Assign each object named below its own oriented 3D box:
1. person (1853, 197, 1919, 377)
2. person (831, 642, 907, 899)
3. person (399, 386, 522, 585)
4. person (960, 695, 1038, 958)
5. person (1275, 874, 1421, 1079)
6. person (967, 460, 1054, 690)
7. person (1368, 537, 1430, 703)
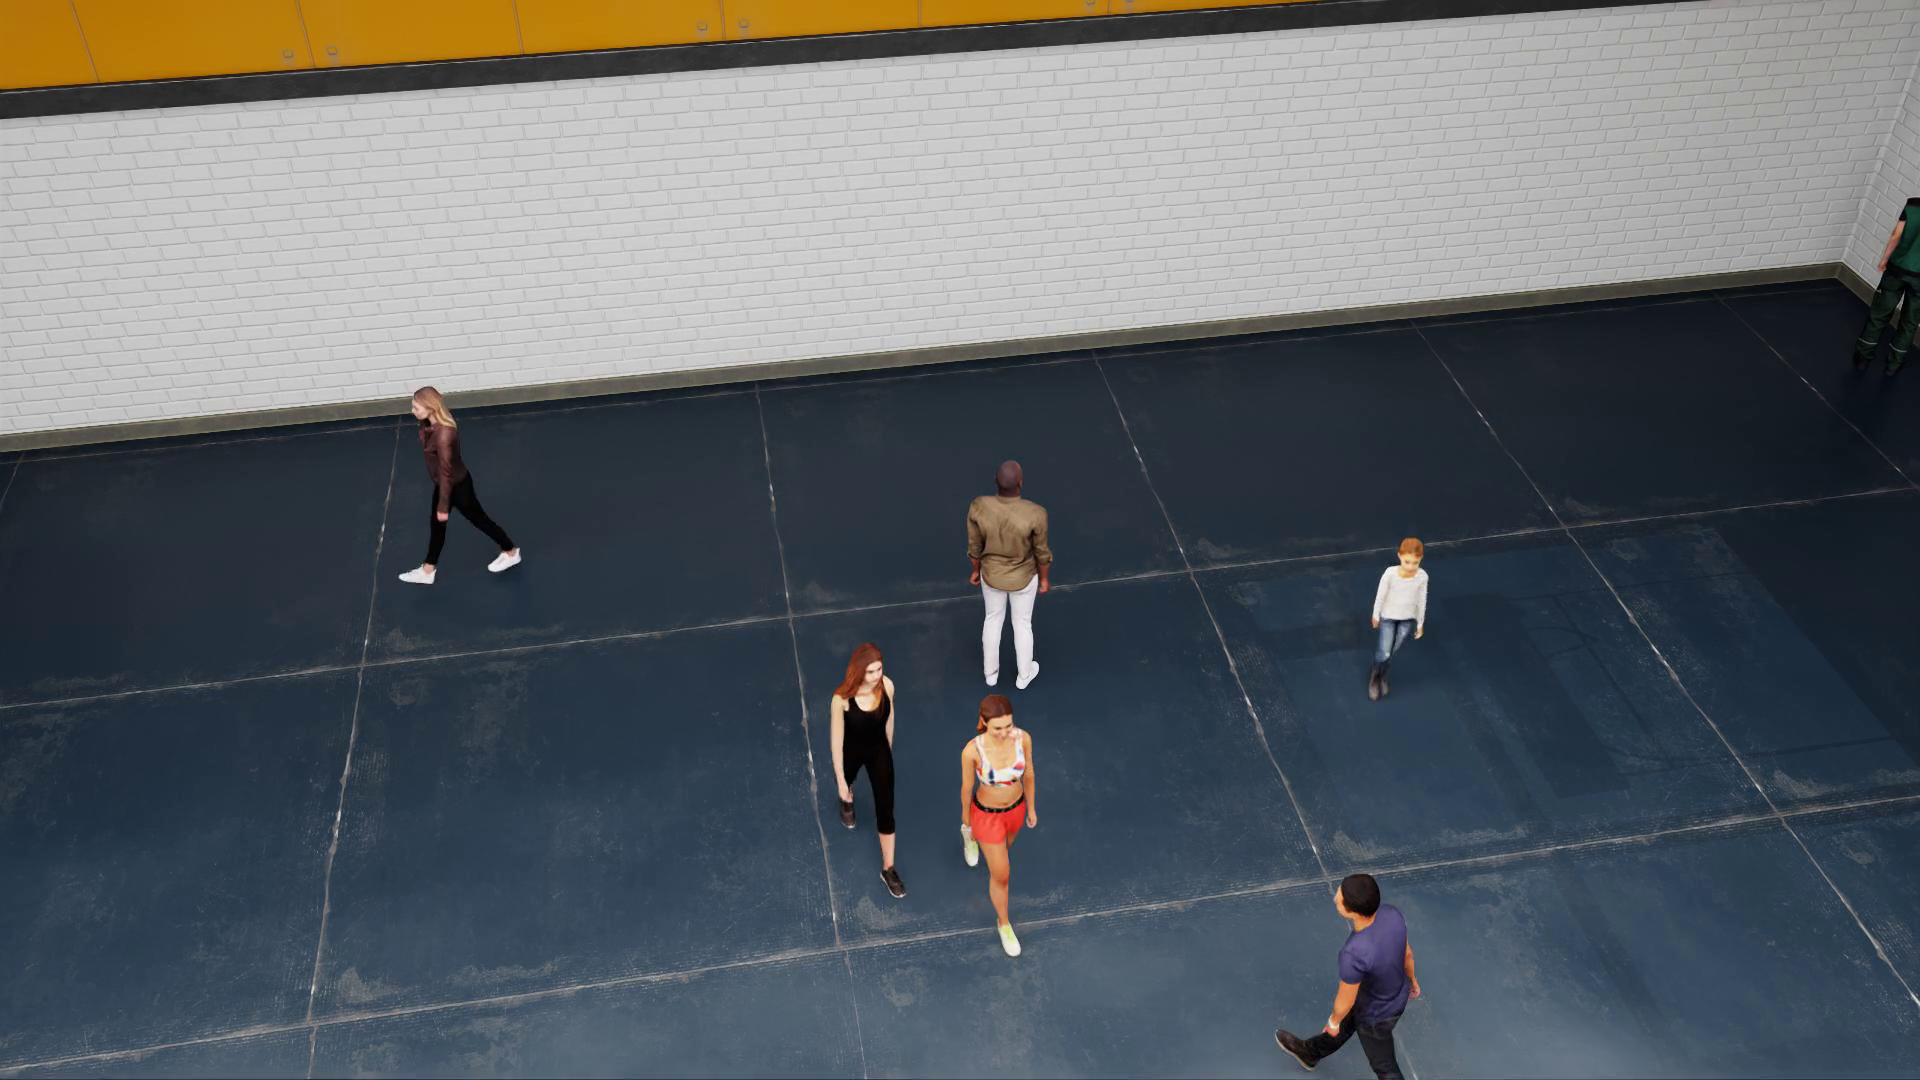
[{"bbox_3d":[8.061,-2.280,14.070,0.768,1.899,0.801,19,42,22],"label":"person"},{"bbox_3d":[-0.611,1.221,9.862,0.702,1.680,1.201,-12,40,-15],"label":"person"},{"bbox_3d":[-3.526,-0.380,11.890,0.911,1.650,1.119,-17,42,-20],"label":"person"},{"bbox_3d":[0.195,1.488,9.462,0.733,1.761,1.162,-15,41,-18],"label":"person"},{"bbox_3d":[2.170,2.382,8.381,1.160,1.715,1.105,25,45,28],"label":"person"},{"bbox_3d":[0.323,0.239,10.974,0.798,1.825,0.743,9,39,11],"label":"person"},{"bbox_3d":[2.908,0.474,11.096,0.493,1.307,0.531,-2,39,-2],"label":"person"}]
